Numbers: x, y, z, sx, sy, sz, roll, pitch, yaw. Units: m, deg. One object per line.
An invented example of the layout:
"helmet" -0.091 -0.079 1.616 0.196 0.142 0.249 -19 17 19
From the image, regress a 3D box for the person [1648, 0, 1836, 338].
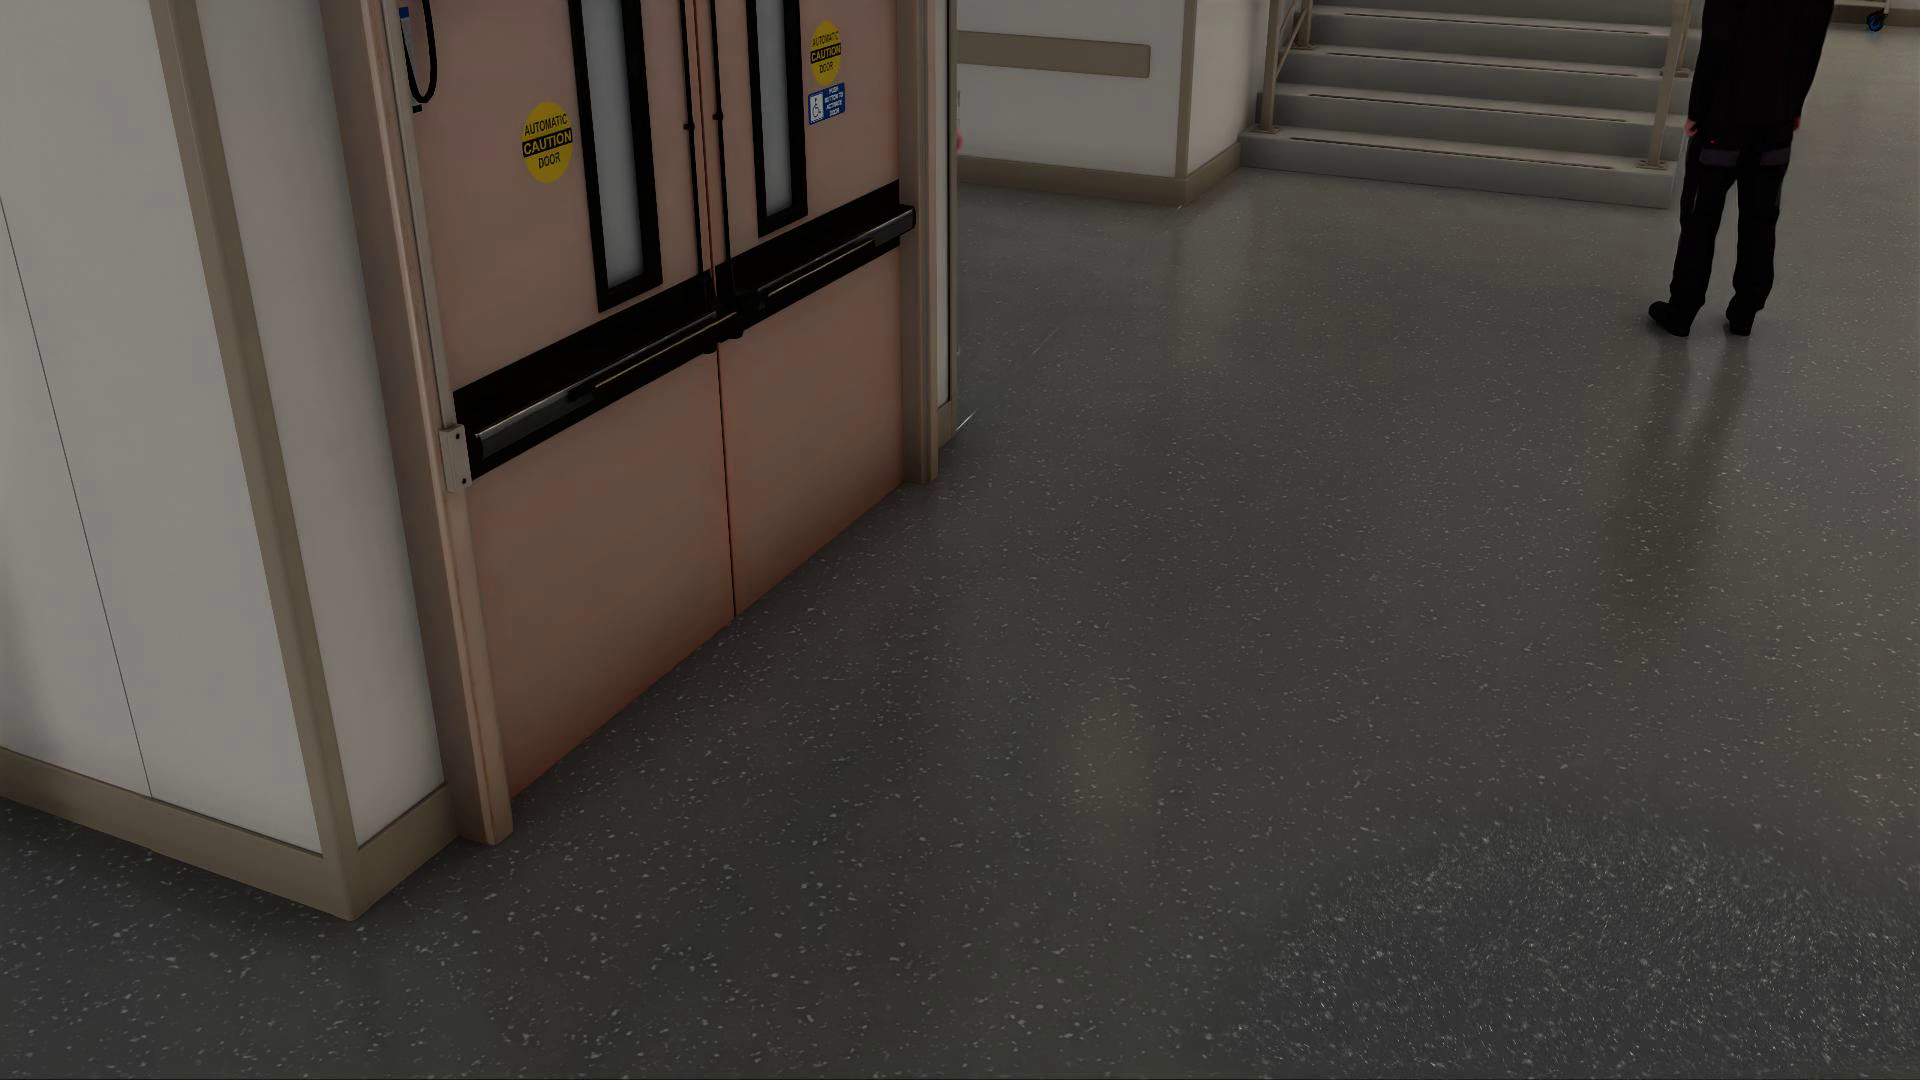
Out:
"person" 3.466 -1.854 7.343 0.763 1.916 0.723 2 26 4
